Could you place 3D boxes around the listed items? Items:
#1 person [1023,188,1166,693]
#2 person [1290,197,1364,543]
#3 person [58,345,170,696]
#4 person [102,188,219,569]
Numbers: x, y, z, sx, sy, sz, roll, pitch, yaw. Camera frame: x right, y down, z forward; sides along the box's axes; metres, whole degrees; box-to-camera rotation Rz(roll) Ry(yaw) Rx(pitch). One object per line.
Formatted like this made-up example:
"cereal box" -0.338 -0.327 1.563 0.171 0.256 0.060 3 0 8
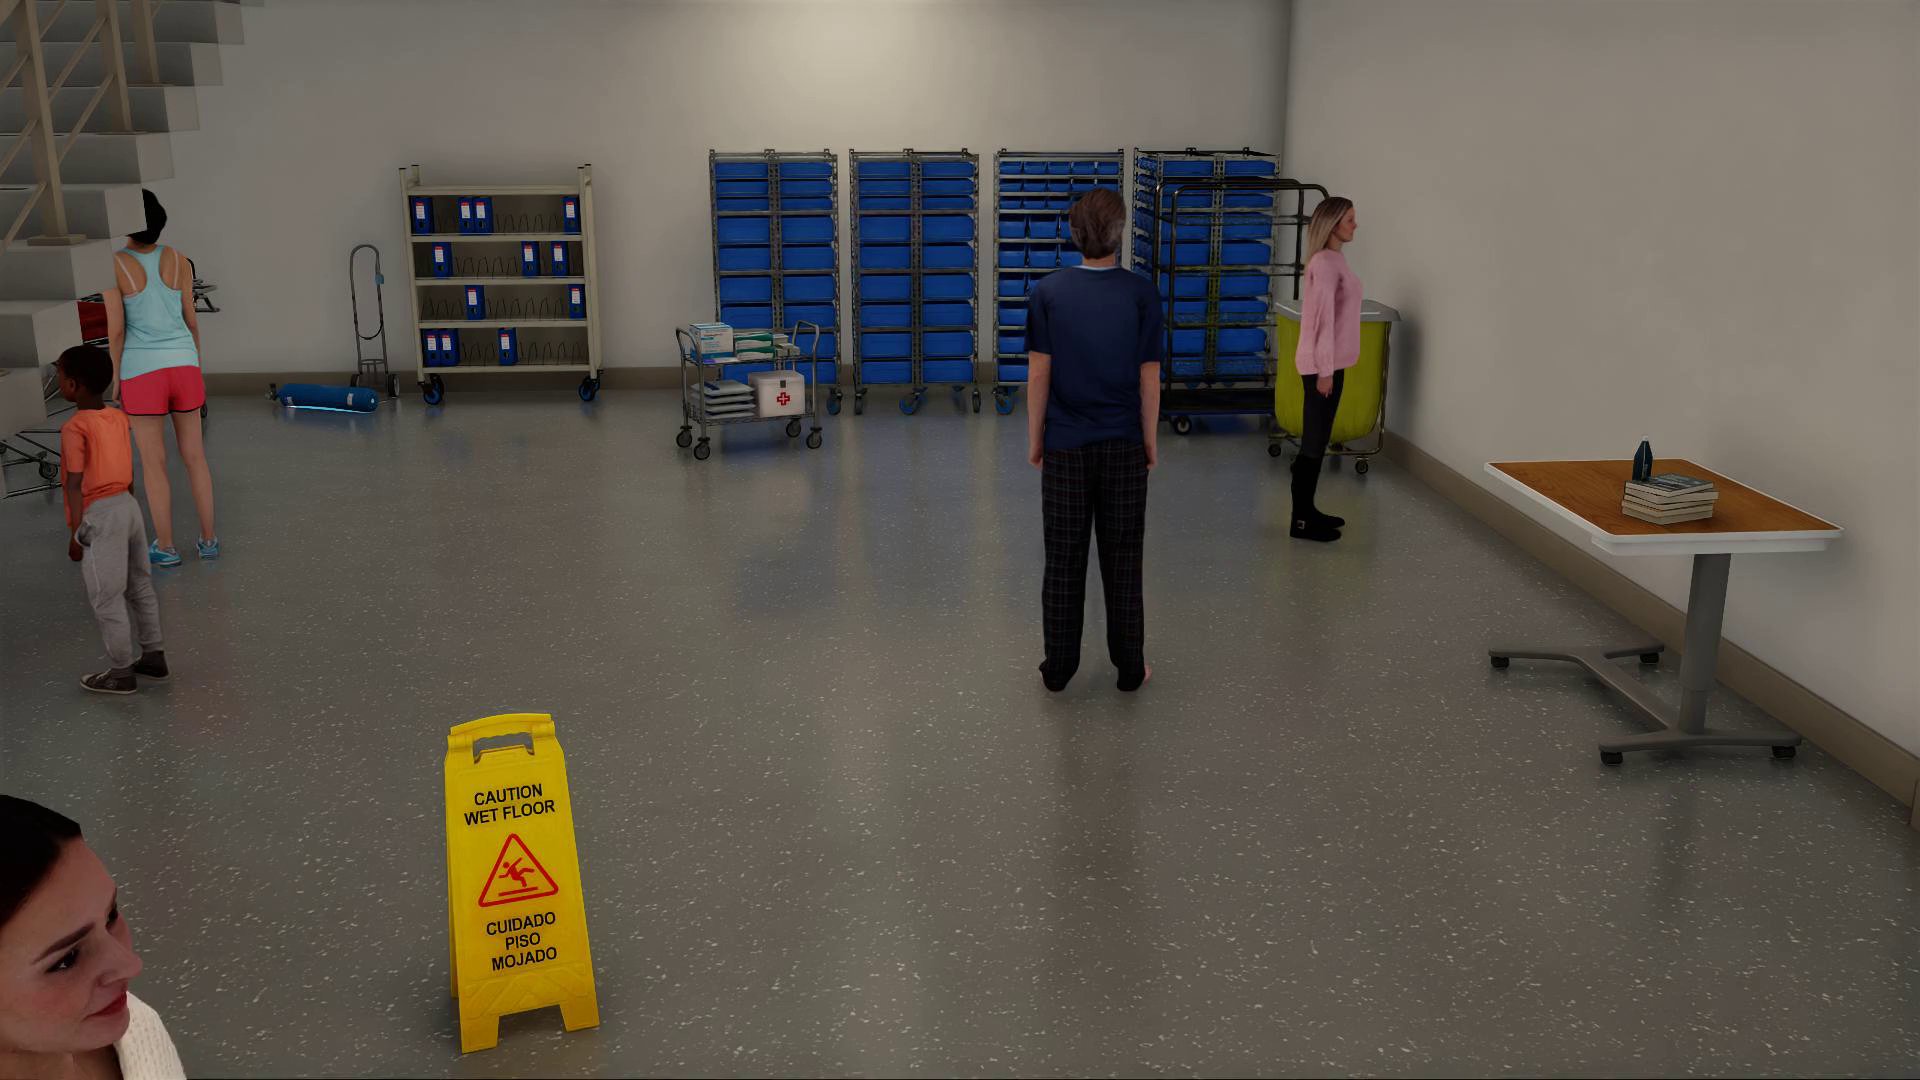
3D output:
"person" 0.497 -0.351 6.148 0.698 1.871 0.593 1 16 5
"person" 1.799 -0.858 8.286 0.735 1.687 0.604 5 16 17
"person" -3.177 -0.078 6.214 0.585 1.310 0.485 3 16 11
"person" -3.746 -0.760 7.793 0.698 1.765 0.750 -15 21 -42
